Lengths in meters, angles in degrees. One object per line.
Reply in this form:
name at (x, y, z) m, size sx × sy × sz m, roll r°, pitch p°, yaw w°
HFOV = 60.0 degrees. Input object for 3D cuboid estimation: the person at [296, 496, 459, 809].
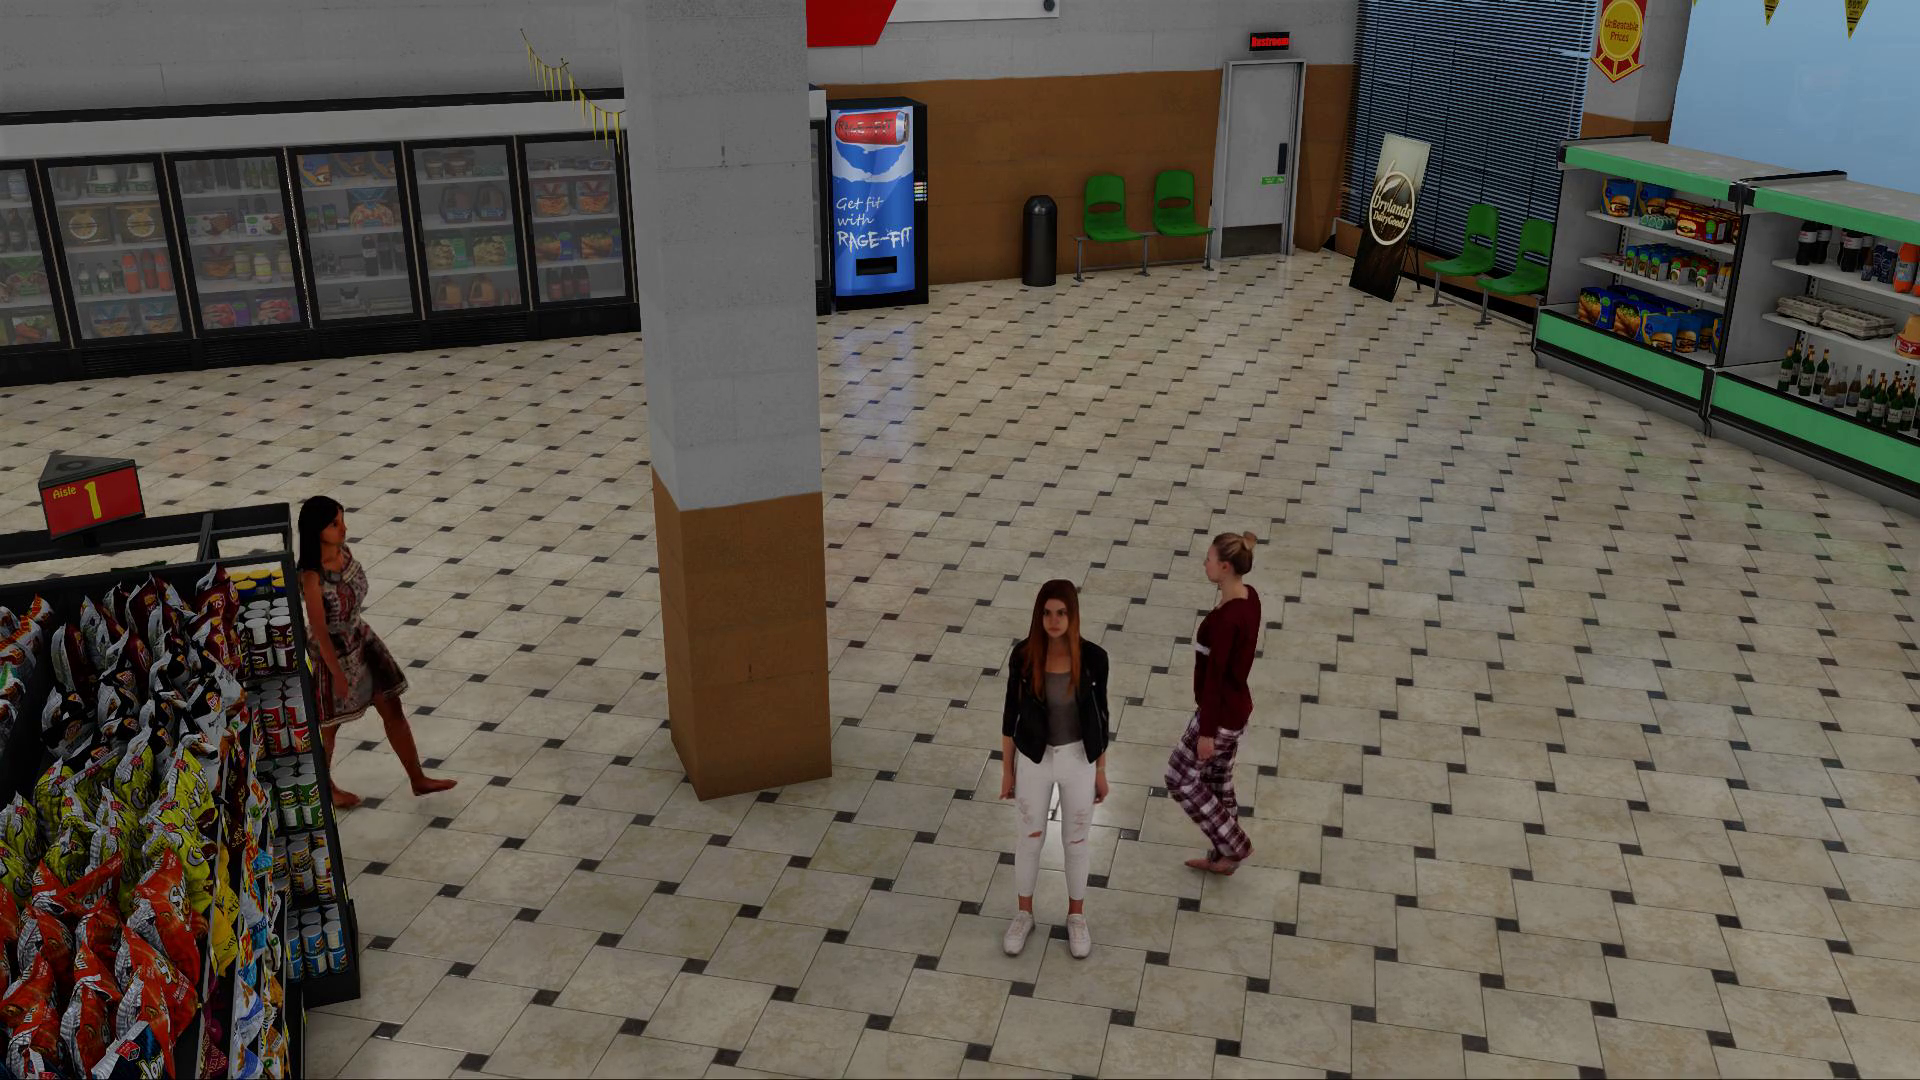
person at (-3.066, 0.564, 8.014) m, size 0.990 × 1.621 × 1.002 m, roll 4°, pitch 22°, yaw 10°

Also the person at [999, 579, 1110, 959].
person at (0.402, 0.947, 6.949) m, size 0.679 × 1.704 × 0.661 m, roll 2°, pitch 22°, yaw 4°

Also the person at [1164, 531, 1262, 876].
person at (1.234, 0.772, 7.402) m, size 0.846 × 1.690 × 0.781 m, roll 9°, pitch 23°, yaw 20°
